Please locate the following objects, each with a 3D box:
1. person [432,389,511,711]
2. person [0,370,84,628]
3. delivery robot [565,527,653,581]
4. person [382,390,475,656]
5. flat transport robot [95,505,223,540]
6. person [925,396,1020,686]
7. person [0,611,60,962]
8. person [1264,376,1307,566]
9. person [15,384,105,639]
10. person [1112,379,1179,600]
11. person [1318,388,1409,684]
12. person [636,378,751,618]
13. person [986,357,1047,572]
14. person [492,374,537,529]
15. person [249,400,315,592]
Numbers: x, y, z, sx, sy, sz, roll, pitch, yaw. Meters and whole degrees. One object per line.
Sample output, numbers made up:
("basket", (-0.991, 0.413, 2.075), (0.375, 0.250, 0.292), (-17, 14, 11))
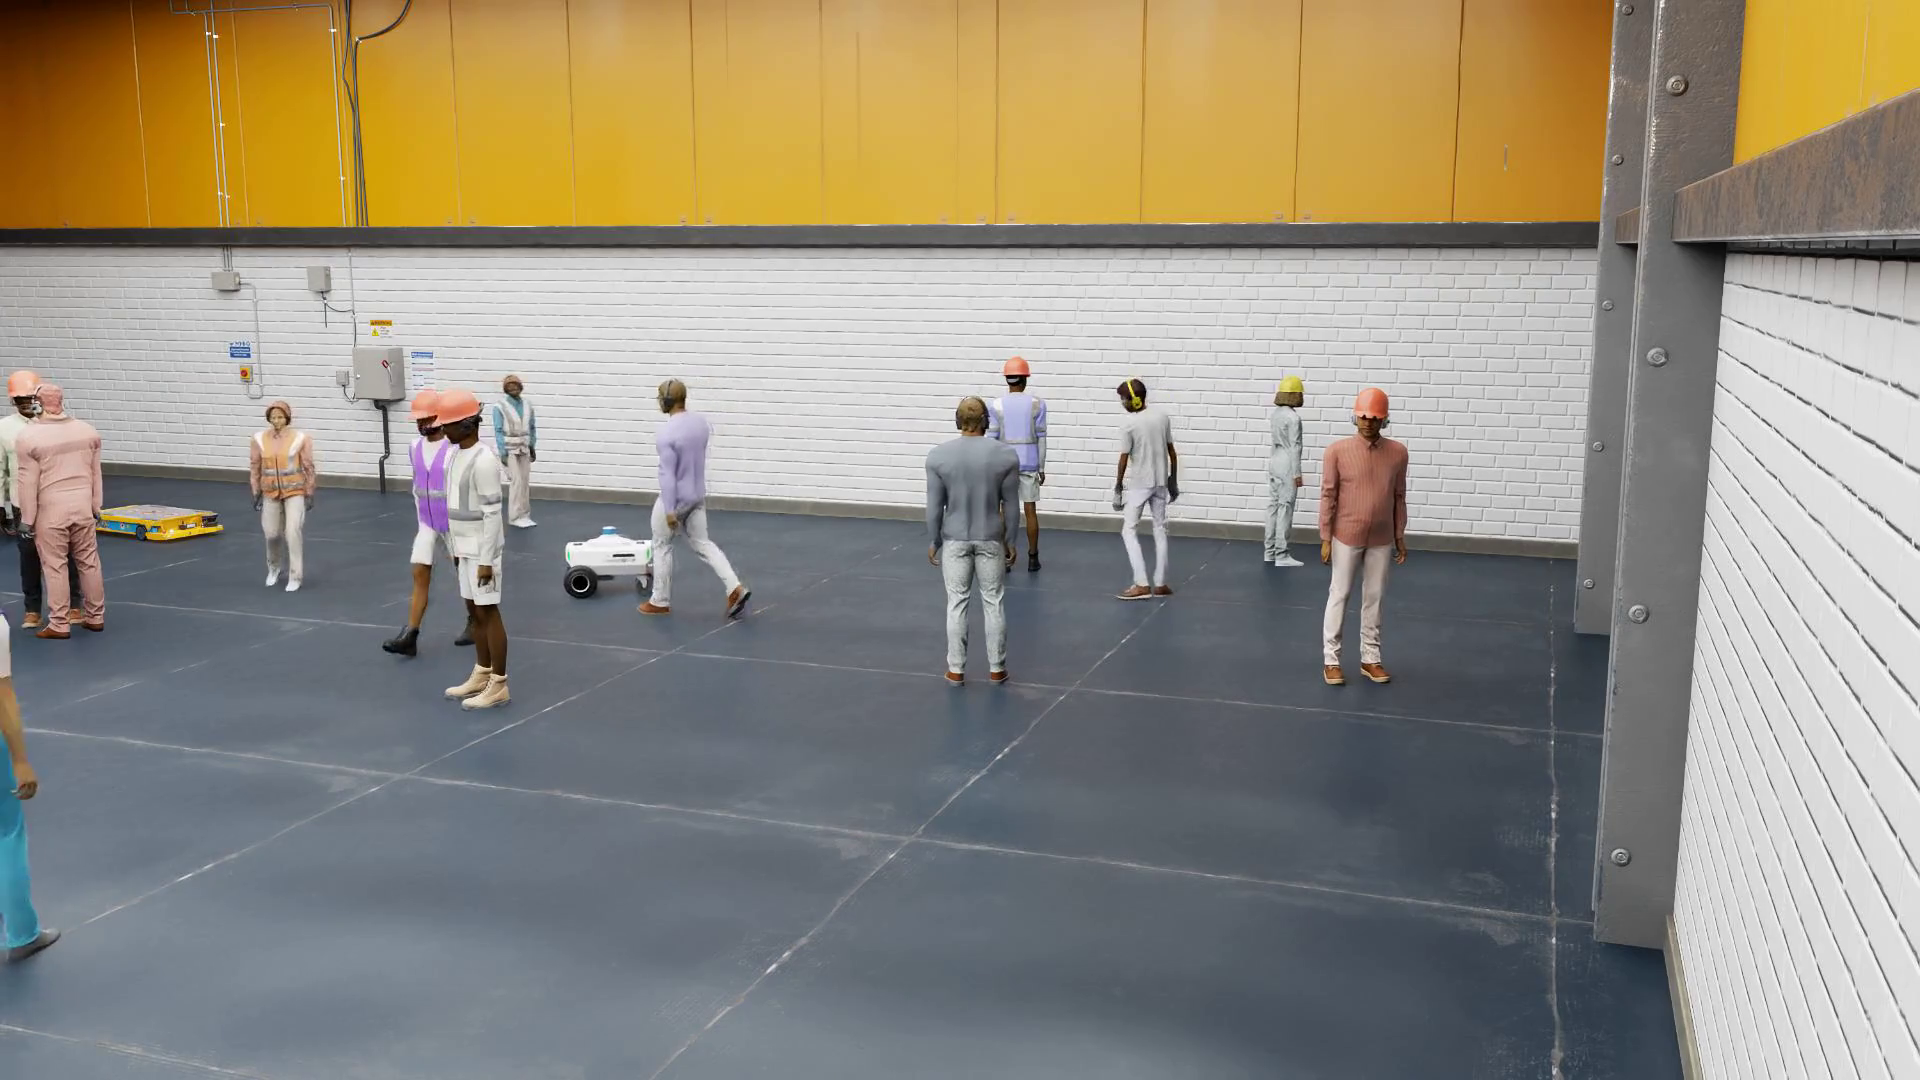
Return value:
("person", (-3.088, 0.061, 10.503), (0.399, 2.033, 0.605), (-6, 12, -31))
("person", (-7.044, -0.307, 12.720), (0.638, 1.983, 0.429), (-5, 11, -24))
("delivery robot", (-2.946, 0.132, 13.993), (0.707, 0.478, 0.477), (-2, 10, -9))
("person", (-3.750, -0.116, 11.878), (0.567, 1.885, 0.964), (4, 11, 21))
("flat transport robot", (-8.240, -0.191, 16.875), (1.431, 0.197, 0.652), (5, 11, 28))
("person", (0.083, 0.014, 11.035), (0.629, 1.937, 0.376), (0, 10, -1))
("person", (-4.018, 0.870, 6.587), (0.616, 1.815, 0.700), (2, 10, 9))
("person", (2.999, -0.632, 15.238), (0.311, 1.741, 0.487), (-2, 10, -13))
("person", (-6.718, -0.213, 12.407), (0.408, 1.906, 0.638), (6, 11, 29))
("person", (1.543, -0.416, 13.770), (0.655, 1.834, 0.354), (-5, 11, -26))
("person", (2.695, -0.023, 11.085), (0.618, 1.989, 0.392), (-2, 10, -10))
("person", (-2.108, -0.314, 12.990), (0.916, 1.909, 0.638), (5, 11, 28))
("person", (0.505, -0.671, 14.903), (0.545, 1.933, 0.376), (0, 10, -1))
("person", (-4.559, -0.900, 17.091), (0.440, 1.610, 0.519), (6, 12, 32))
("person", (-5.742, -0.374, 14.147), (0.545, 1.632, 0.444), (0, 10, -3))
